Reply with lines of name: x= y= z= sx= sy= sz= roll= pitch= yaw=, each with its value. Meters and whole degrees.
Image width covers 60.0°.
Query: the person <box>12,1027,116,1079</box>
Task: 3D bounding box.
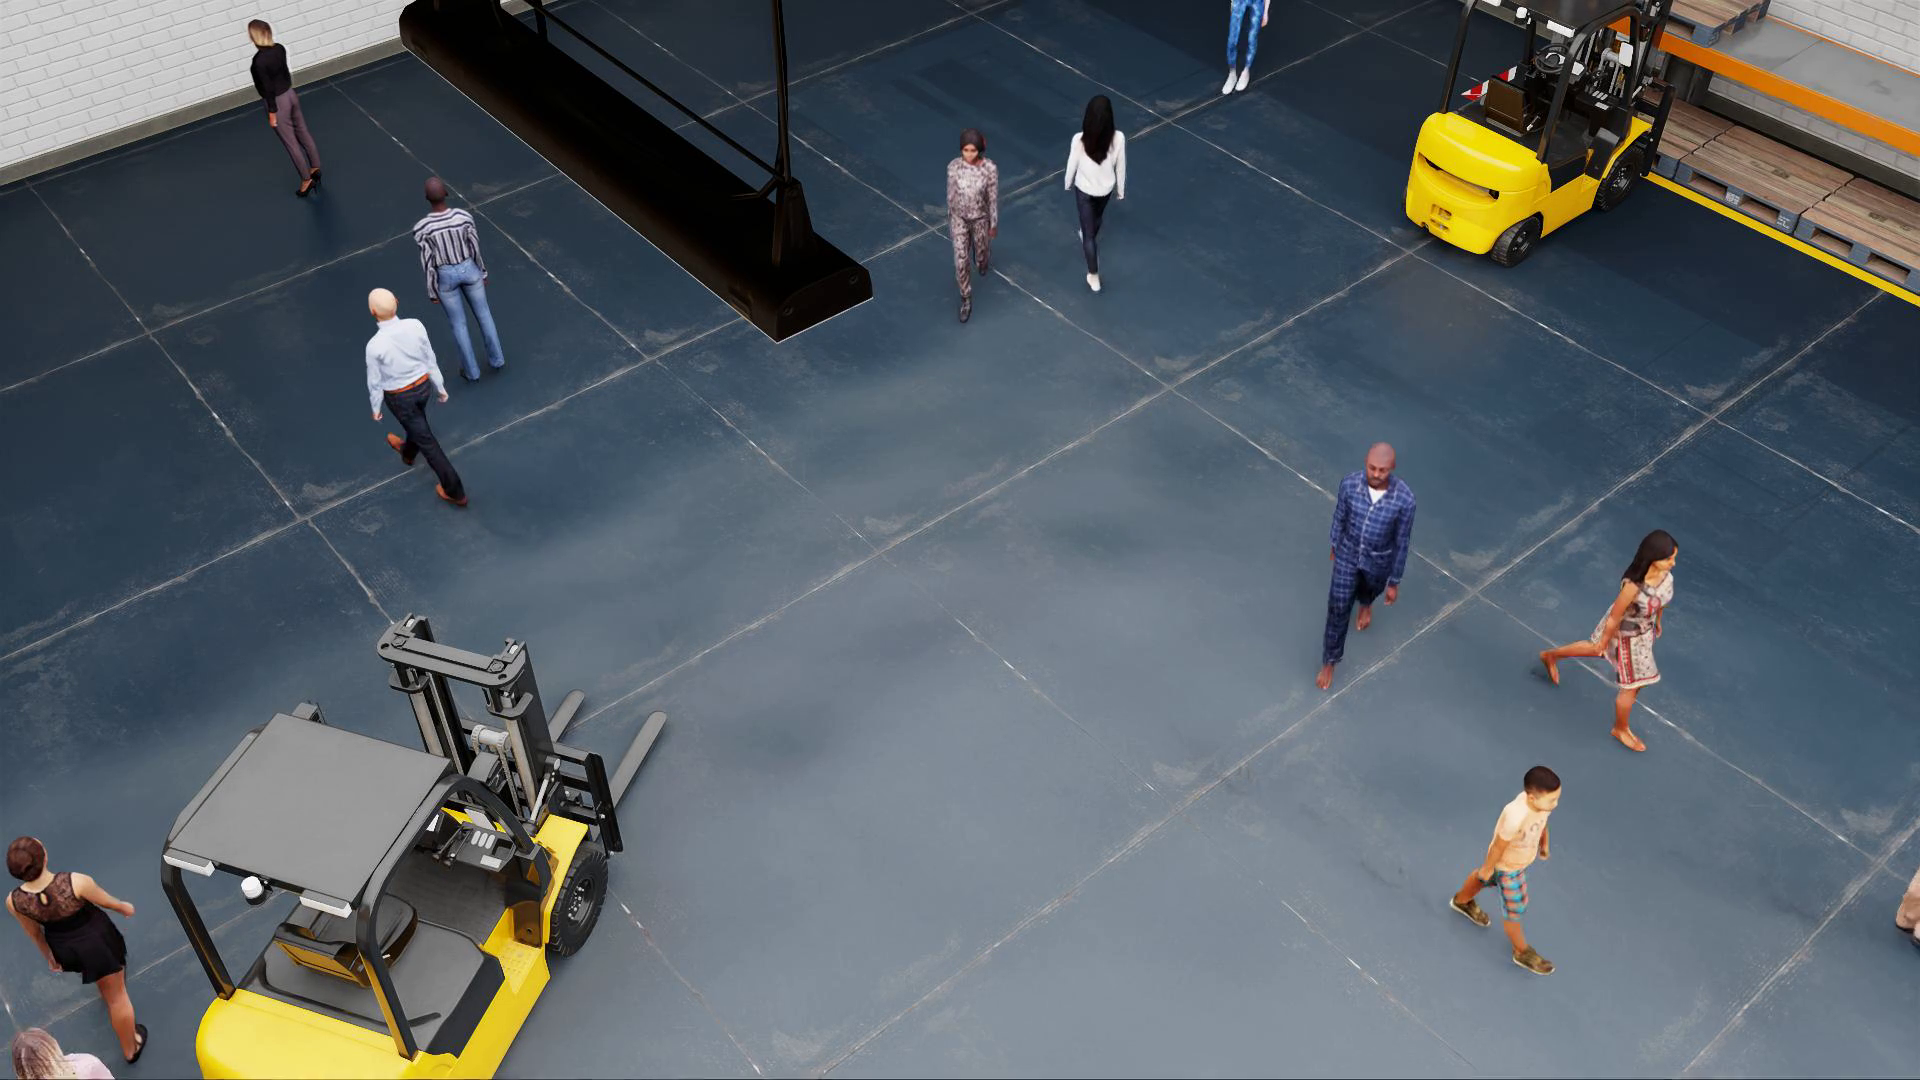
person: x=-4.088 y=2.862 z=7.841 sx=0.664 sy=1.668 sz=0.983 roll=-24 pitch=49 yaw=-23

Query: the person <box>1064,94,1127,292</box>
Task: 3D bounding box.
person: x=1.129 y=-2.859 z=13.858 sx=0.981 sy=1.652 sz=1.180 roll=-7 pitch=44 yaw=-7

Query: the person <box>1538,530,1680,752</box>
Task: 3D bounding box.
person: x=4.080 y=0.516 z=10.344 sx=1.118 sy=1.611 sz=0.678 roll=34 pitch=53 yaw=31

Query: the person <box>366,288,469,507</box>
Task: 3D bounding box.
person: x=-3.846 y=-0.956 z=11.798 sx=1.230 sy=1.737 sz=0.823 roll=28 pitch=50 yaw=26

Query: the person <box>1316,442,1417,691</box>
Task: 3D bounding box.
person: x=2.639 y=0.043 z=10.721 sx=1.219 sy=1.777 sz=1.109 roll=15 pitch=46 yaw=15

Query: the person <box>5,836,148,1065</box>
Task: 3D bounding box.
person: x=-4.533 y=2.143 z=8.615 sx=0.867 sy=1.641 sz=1.061 roll=-9 pitch=44 yaw=-9

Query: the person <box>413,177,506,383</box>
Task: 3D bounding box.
person: x=-3.876 y=-1.997 z=12.850 sx=0.652 sy=1.794 sz=0.573 roll=-25 pitch=49 yaw=-24

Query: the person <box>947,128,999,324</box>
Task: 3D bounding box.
person: x=0.111 y=-2.636 z=13.590 sx=0.956 sy=1.698 sz=0.970 roll=8 pitch=44 yaw=9

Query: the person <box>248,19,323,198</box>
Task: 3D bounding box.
person: x=-6.056 y=-3.872 z=14.908 sx=0.734 sy=1.670 sz=0.688 roll=6 pitch=44 yaw=7

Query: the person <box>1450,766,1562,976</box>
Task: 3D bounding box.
person: x=2.989 y=1.711 z=9.217 sx=0.939 sy=1.436 sz=0.624 roll=33 pitch=52 yaw=30

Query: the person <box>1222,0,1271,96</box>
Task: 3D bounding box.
person: x=2.859 y=-5.247 z=16.281 sx=0.744 sy=1.768 sz=0.788 roll=14 pitch=45 yaw=14
